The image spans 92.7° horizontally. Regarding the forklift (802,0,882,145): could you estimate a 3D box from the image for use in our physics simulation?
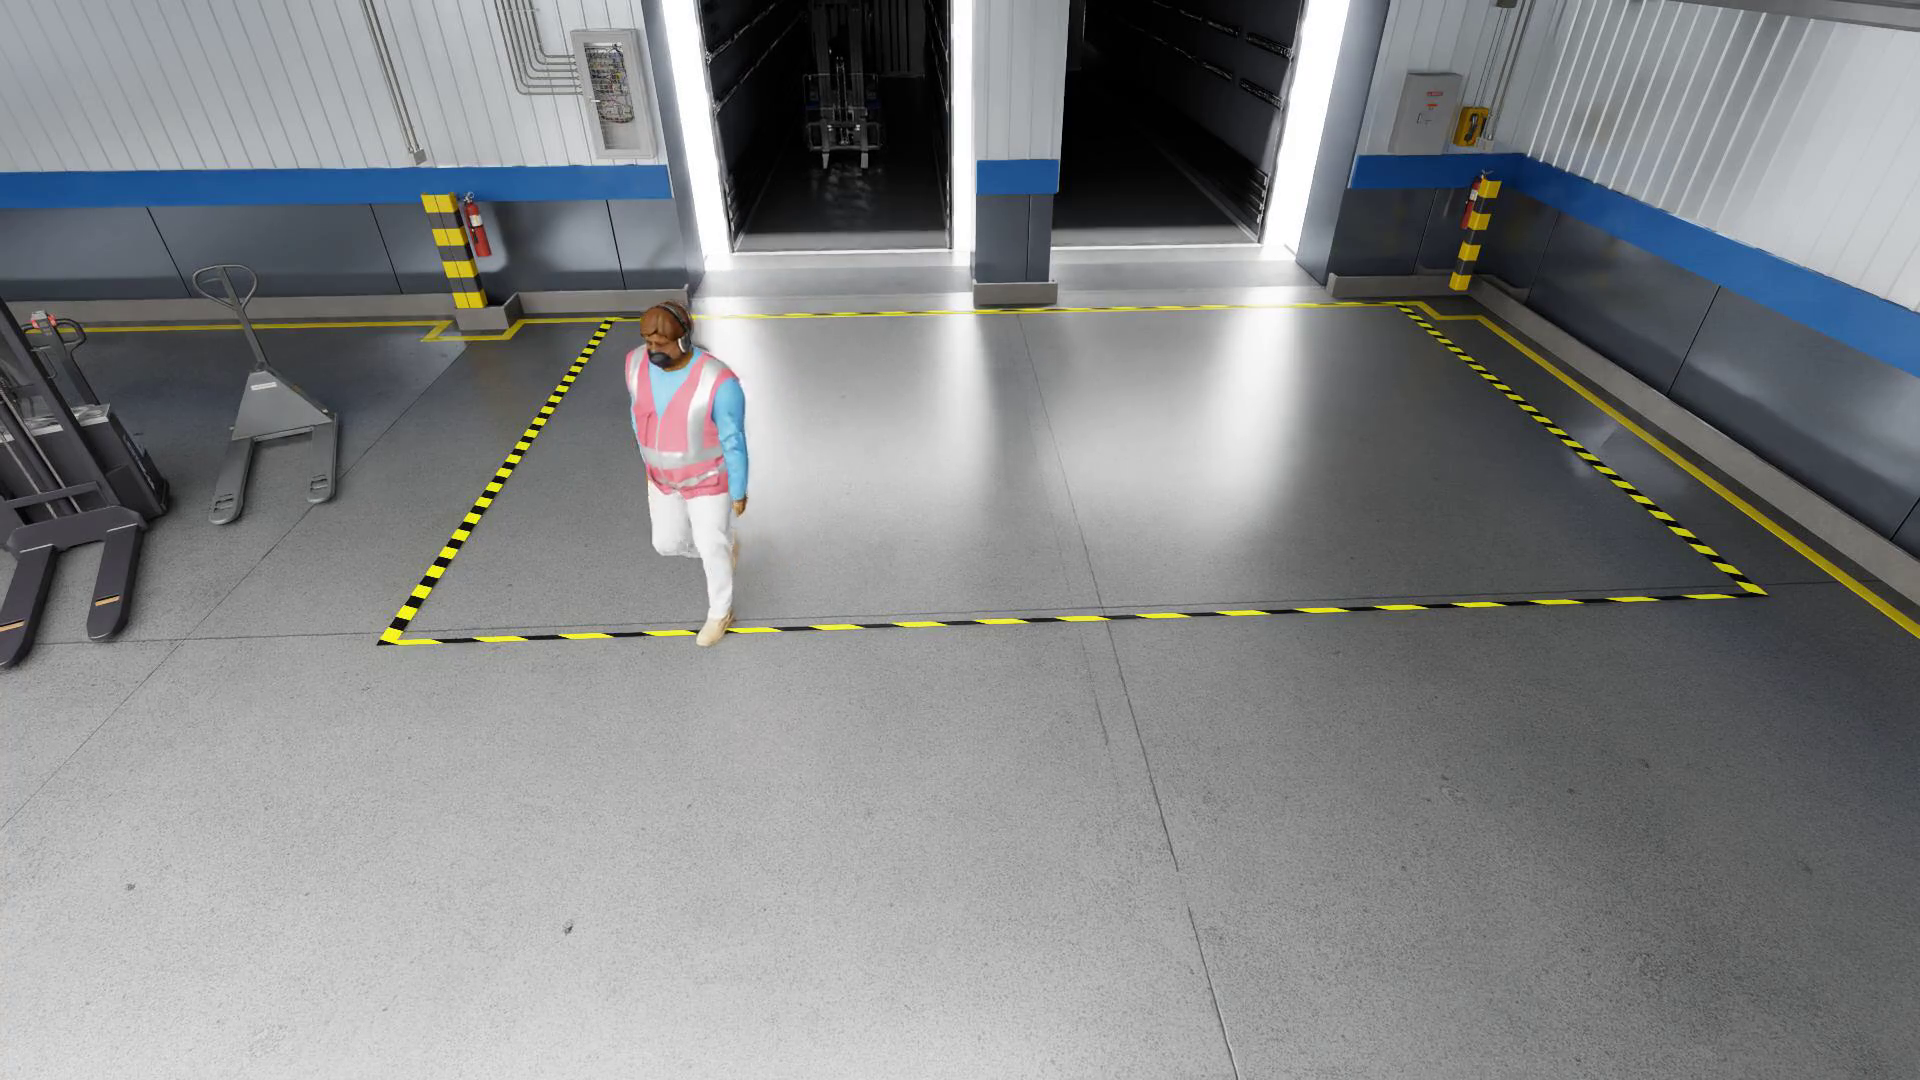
[{"bbox_3d":[-1.848,-7.491,14.441,1.157,2.036,2.680,-3,35,-4],"label":"forklift"}]

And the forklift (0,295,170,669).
[{"bbox_3d":[-5.212,-0.618,4.878,0.823,1.965,1.885,-20,39,-26],"label":"forklift"}]

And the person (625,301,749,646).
[{"bbox_3d":[-1.312,-0.332,4.614,0.627,1.820,0.607,13,37,18],"label":"person"}]

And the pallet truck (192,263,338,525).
[{"bbox_3d":[-4.778,-1.027,6.128,0.680,1.201,1.601,-17,38,-23],"label":"pallet truck"}]
